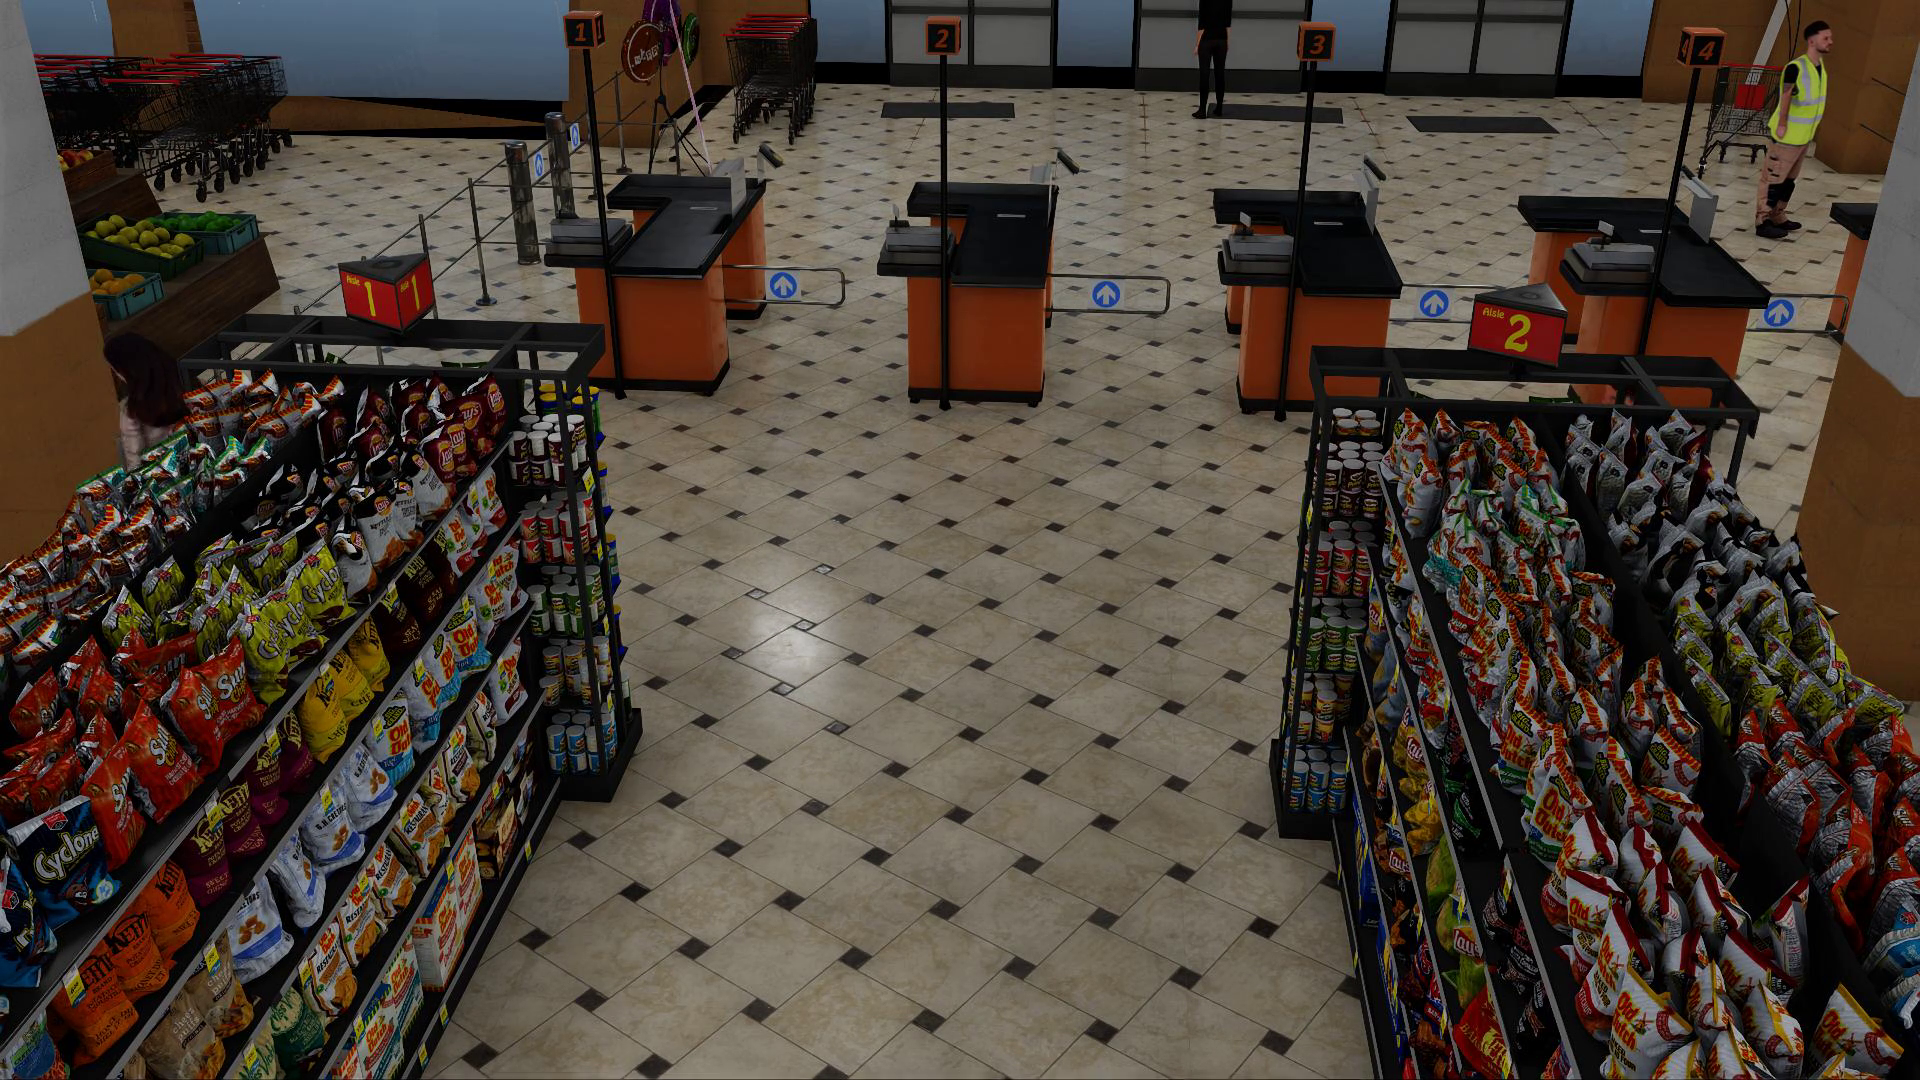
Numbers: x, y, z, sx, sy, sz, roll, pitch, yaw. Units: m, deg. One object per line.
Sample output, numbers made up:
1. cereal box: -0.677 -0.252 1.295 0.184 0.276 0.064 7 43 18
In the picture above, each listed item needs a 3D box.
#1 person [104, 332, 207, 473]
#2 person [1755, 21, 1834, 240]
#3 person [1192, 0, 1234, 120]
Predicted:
1. person: -3.661 -0.178 7.923 0.707 1.720 0.793 -15 31 -28
2. person: 7.280 -3.586 14.504 0.855 1.846 0.917 -22 34 -36
3. person: 2.844 -5.574 18.651 0.634 1.642 0.616 -8 28 -15
